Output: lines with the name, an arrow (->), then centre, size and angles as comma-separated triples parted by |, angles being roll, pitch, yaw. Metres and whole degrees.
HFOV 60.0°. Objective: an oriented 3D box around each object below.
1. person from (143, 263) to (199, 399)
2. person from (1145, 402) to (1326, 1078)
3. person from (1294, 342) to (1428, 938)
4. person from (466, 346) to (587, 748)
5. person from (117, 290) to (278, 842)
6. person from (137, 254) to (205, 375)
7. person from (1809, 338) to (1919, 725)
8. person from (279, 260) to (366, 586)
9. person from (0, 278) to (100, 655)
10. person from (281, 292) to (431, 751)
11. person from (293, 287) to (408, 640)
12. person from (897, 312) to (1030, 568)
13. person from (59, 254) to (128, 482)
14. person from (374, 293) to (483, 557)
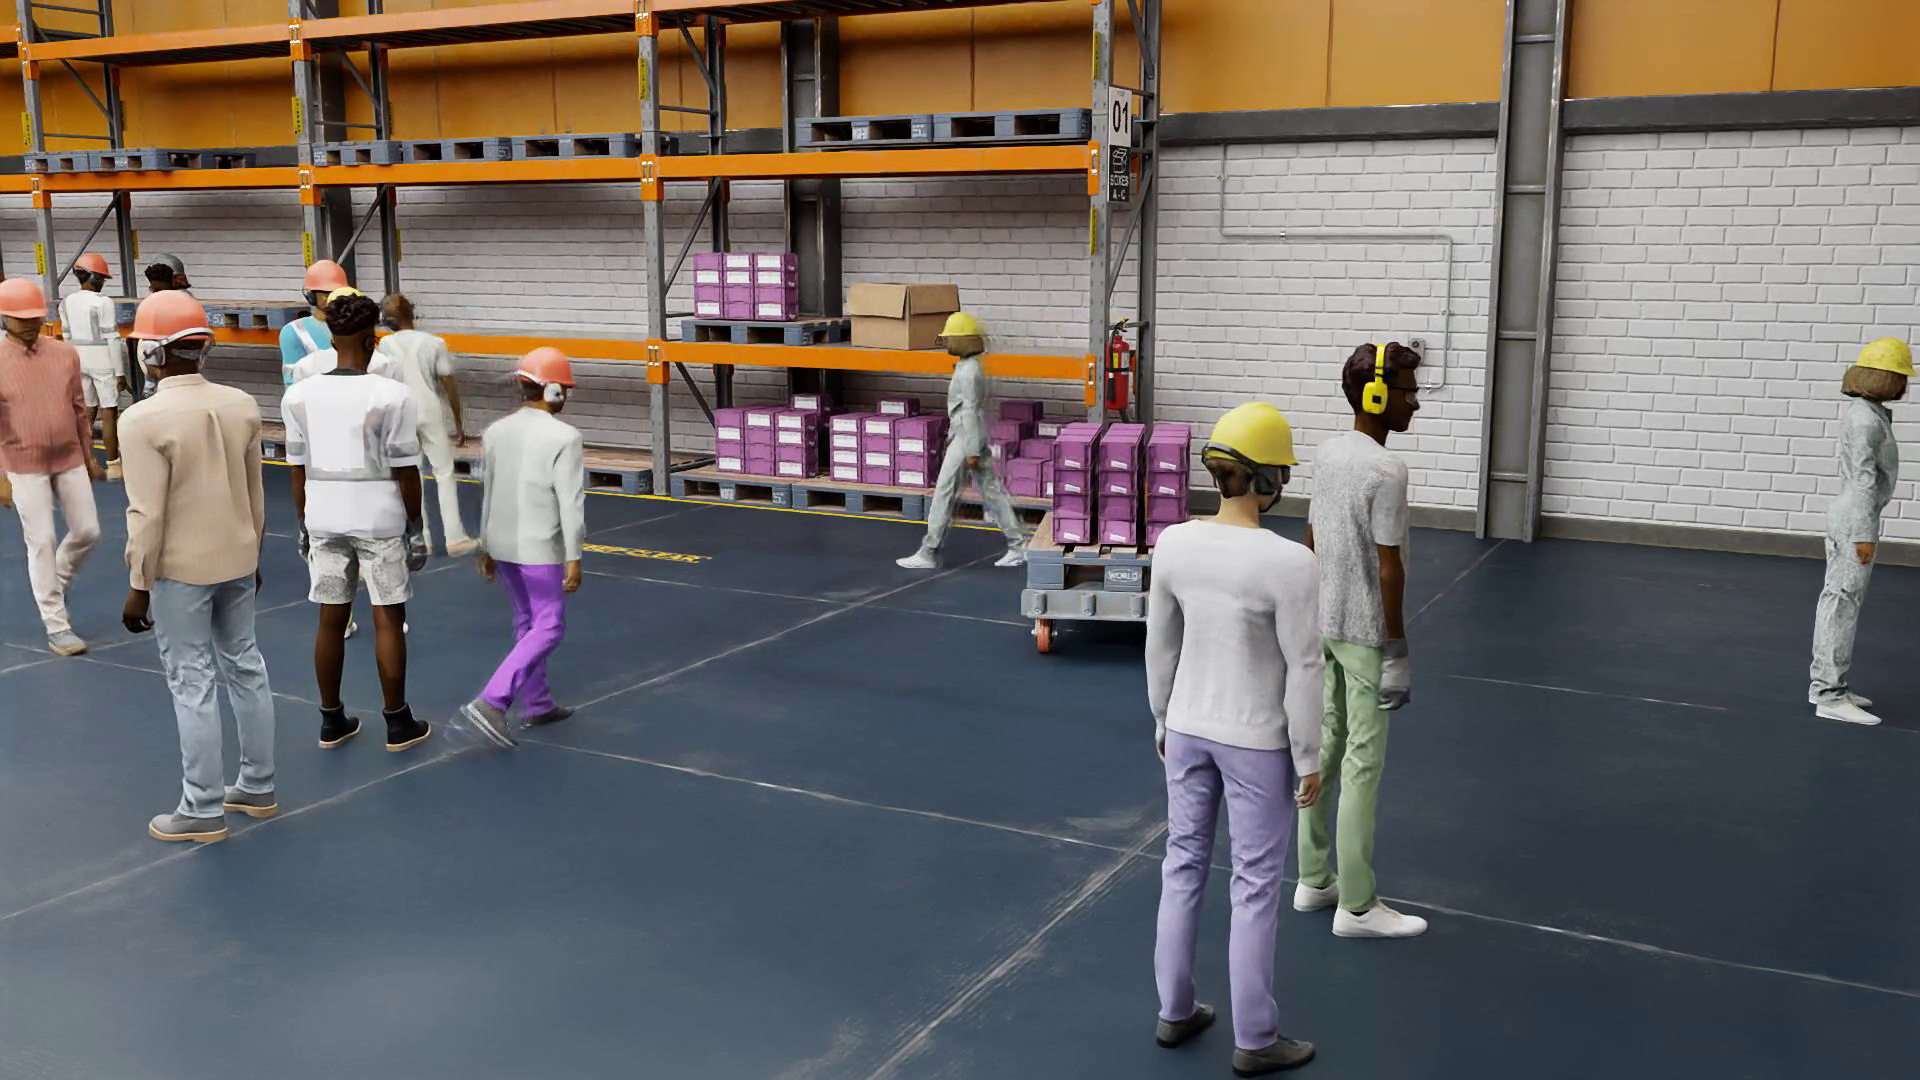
person -> -6.914, -1.442, 14.600 | 0.380, 1.958, 0.603 | 4, 11, 20
person -> 0.734, 0.518, 4.392 | 0.533, 1.765, 0.330 | 10, 14, 44
person -> 1.264, 0.312, 5.249 | 0.335, 1.865, 0.519 | -3, 11, -17
person -> -1.908, 0.027, 7.227 | 0.578, 1.719, 0.690 | 7, 12, 34
person -> -2.781, 0.100, 6.049 | 0.379, 1.996, 0.611 | 4, 11, 20
person -> -7.019, -1.522, 14.813 | 0.537, 2.000, 0.679 | -4, 11, -19
person -> 4.109, -0.047, 7.563 | 0.311, 1.737, 0.483 | 5, 11, 24
person -> -3.901, -0.715, 10.388 | 0.371, 2.044, 0.608 | 7, 12, 32
person -> -4.906, -0.397, 8.843 | 0.830, 1.970, 0.664 | 8, 13, 36
person -> -2.562, -0.071, 7.105 | 0.603, 1.957, 0.386 | 2, 10, 9
person -> -3.271, -0.401, 9.014 | 0.586, 1.918, 0.396 | 0, 10, -2
person -> 0.062, -0.648, 10.950 | 0.890, 1.699, 0.493 | 1, 10, 7
person -> -7.718, -1.535, 14.909 | 0.606, 2.034, 0.383 | 4, 11, 19
person -> -3.652, -0.774, 11.387 | 0.687, 1.812, 0.324 | -2, 11, -12
